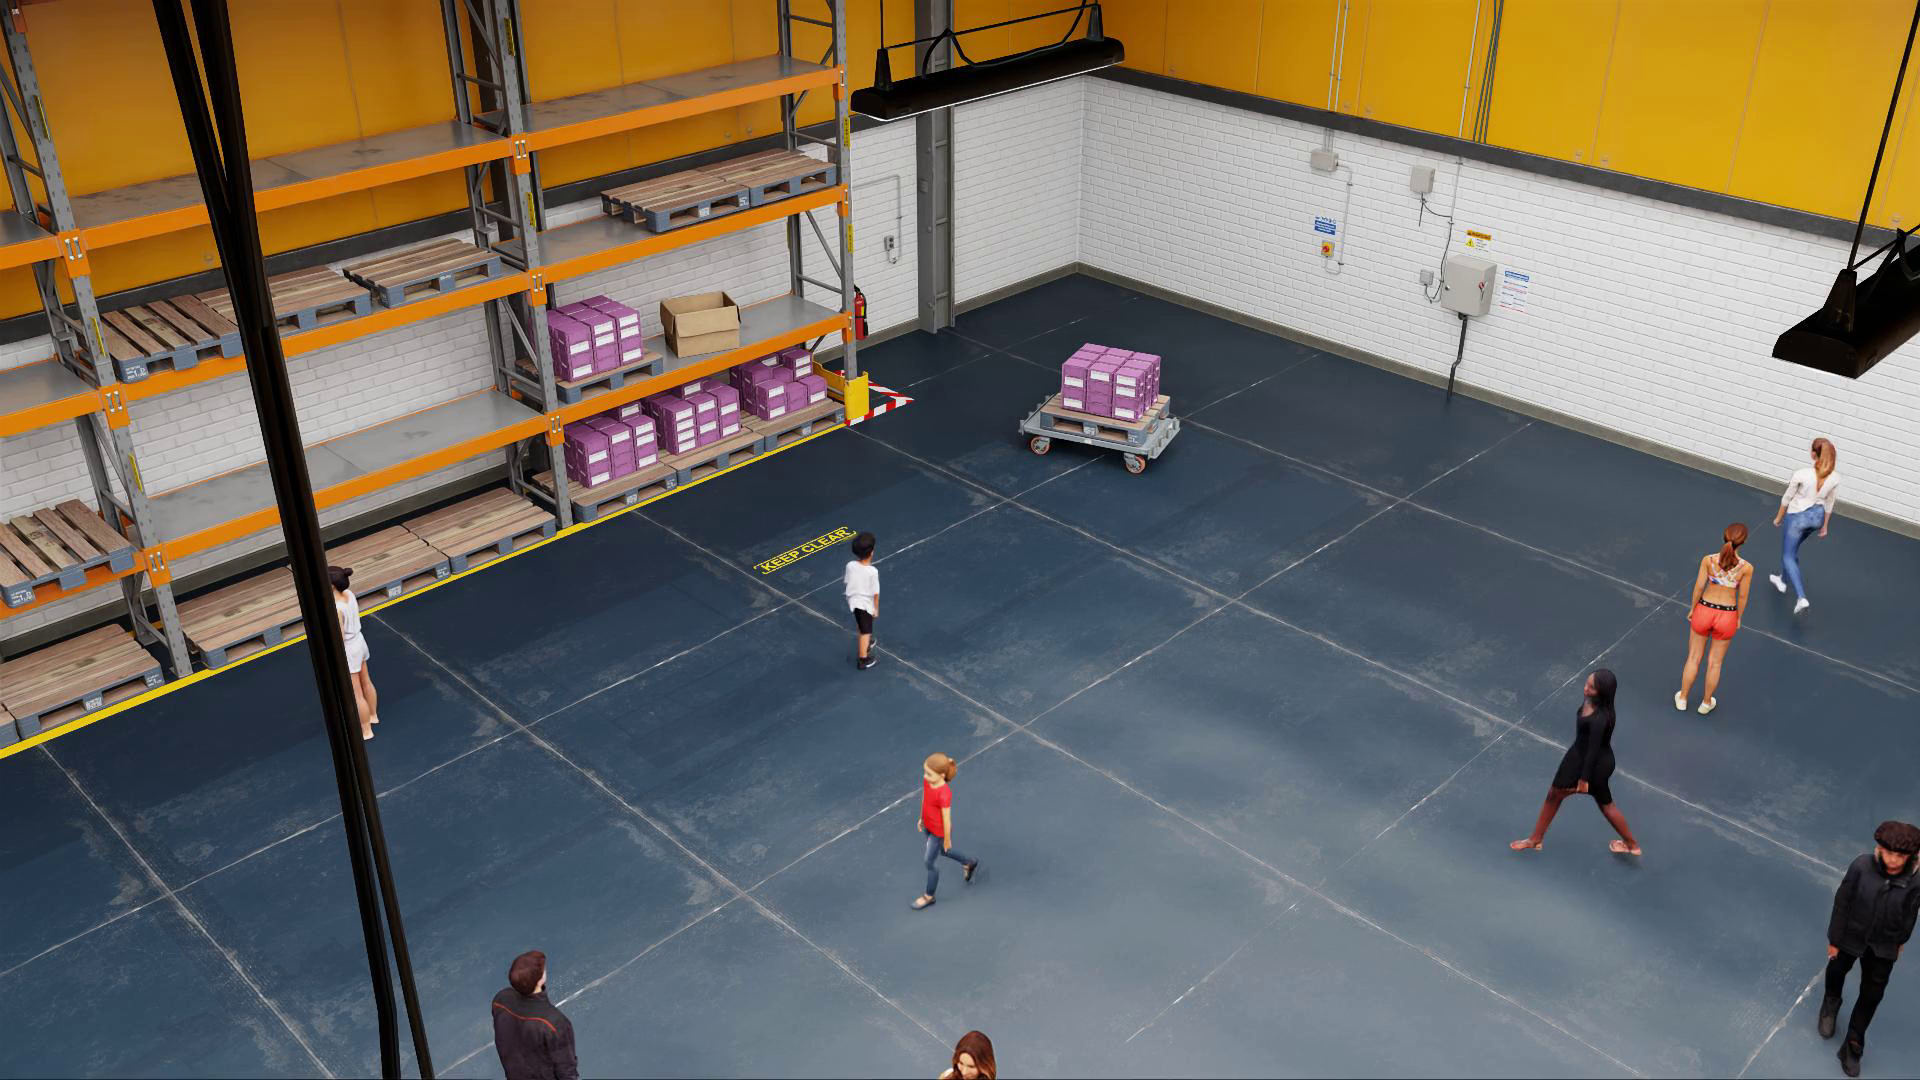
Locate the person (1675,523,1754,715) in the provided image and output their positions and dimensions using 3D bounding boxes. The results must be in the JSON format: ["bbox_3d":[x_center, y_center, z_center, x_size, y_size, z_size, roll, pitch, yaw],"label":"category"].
[{"bbox_3d":[6.358,0.662,14.010,0.638,1.792,0.650,14,31,24],"label":"person"}]

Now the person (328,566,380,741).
[{"bbox_3d":[-5.045,0.917,13.737,0.717,1.606,0.665,-2,29,-3],"label":"person"}]

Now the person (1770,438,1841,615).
[{"bbox_3d":[7.898,-0.111,15.527,1.080,1.695,1.094,-2,29,-3],"label":"person"}]

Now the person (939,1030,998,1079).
[{"bbox_3d":[0.069,3.369,9.054,0.659,1.785,0.658,10,30,18],"label":"person"}]

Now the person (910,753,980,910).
[{"bbox_3d":[-0.108,2.053,11.979,0.863,1.295,0.659,-12,31,-21],"label":"person"}]

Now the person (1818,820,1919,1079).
[{"bbox_3d":[5.827,2.490,10.705,0.824,1.748,1.003,13,31,22],"label":"person"}]

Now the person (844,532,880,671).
[{"bbox_3d":[-0.906,0.561,14.776,0.612,1.235,0.735,17,33,28],"label":"person"}]

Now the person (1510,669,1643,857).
[{"bbox_3d":[4.725,1.683,12.269,1.200,1.667,1.190,6,29,11],"label":"person"}]

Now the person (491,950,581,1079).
[{"bbox_3d":[-2.452,3.138,9.459,1.025,1.803,1.264,10,30,18],"label":"person"}]
